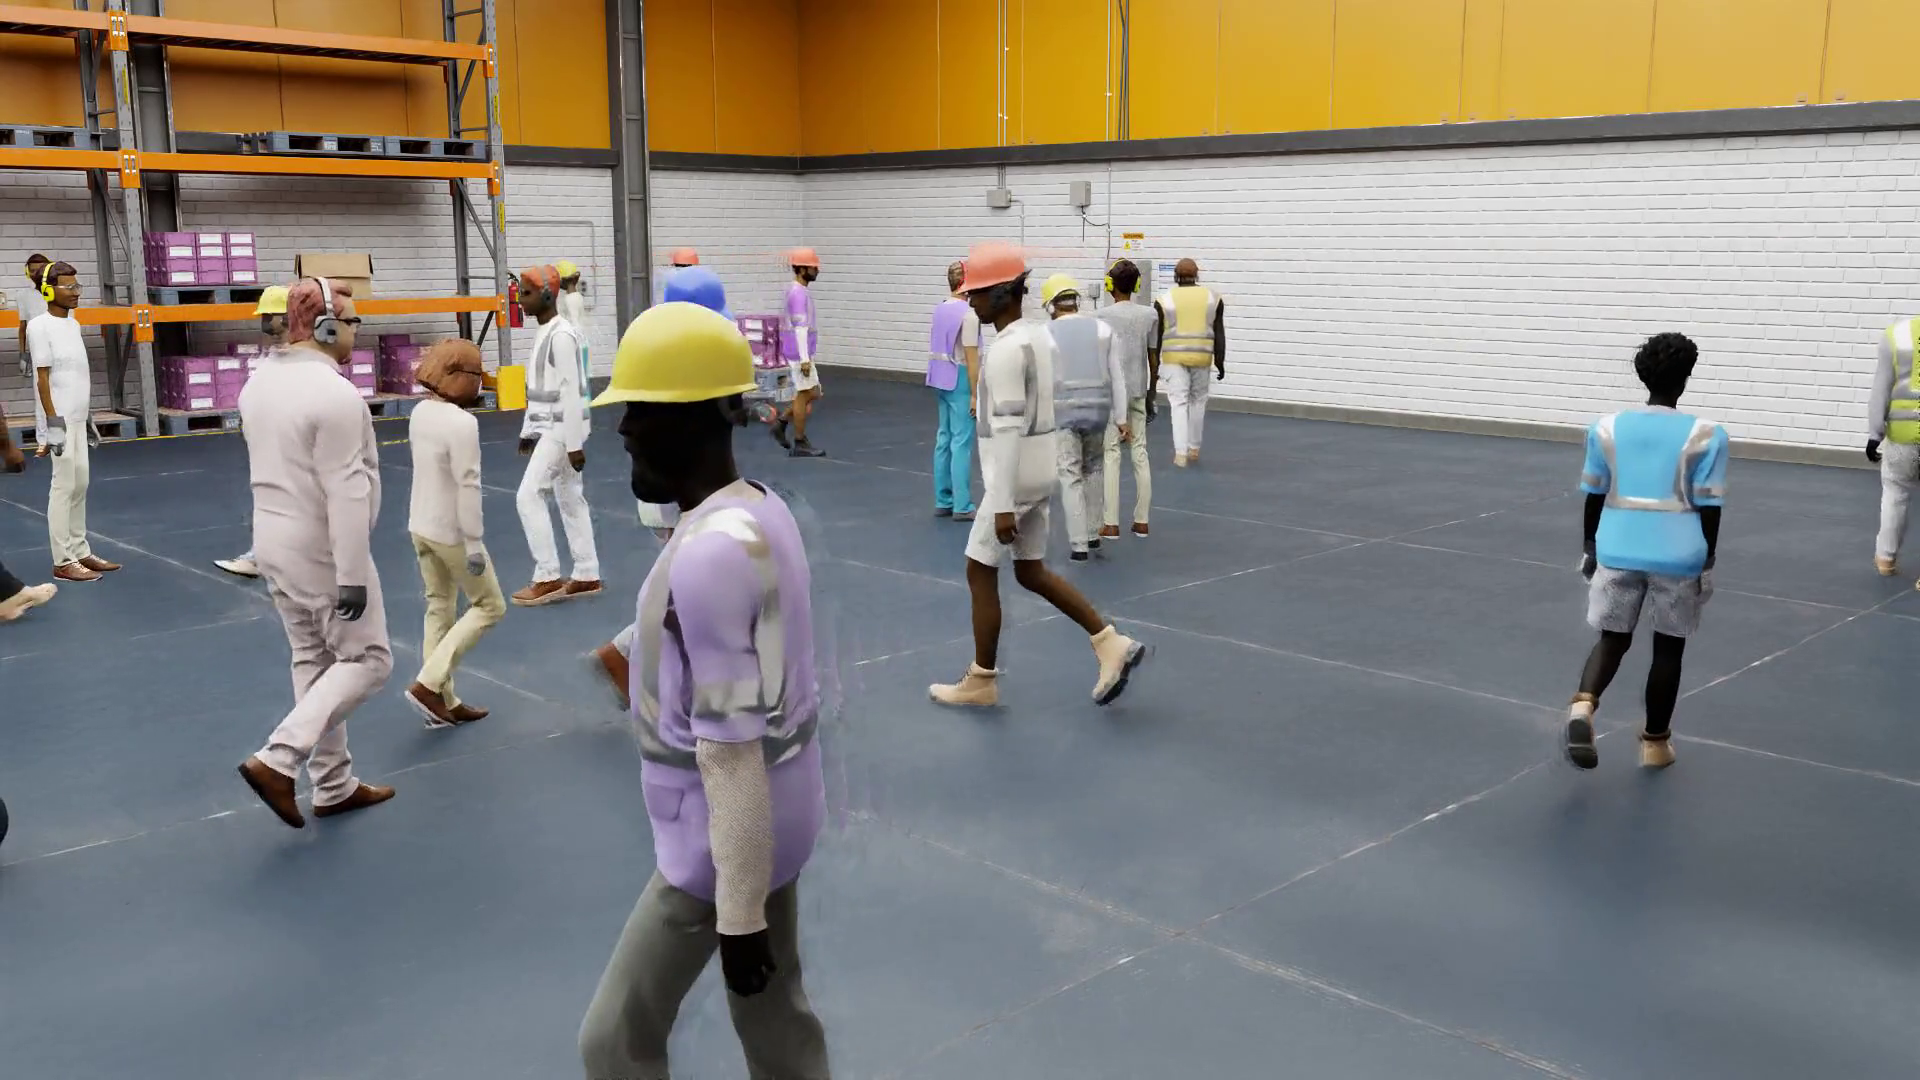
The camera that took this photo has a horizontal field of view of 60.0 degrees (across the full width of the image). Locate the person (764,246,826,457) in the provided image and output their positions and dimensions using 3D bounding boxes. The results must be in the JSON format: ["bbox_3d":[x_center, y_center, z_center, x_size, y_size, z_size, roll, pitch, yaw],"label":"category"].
[{"bbox_3d":[-1.472,-1.706,15.162,0.503,1.925,0.548,0,10,-2],"label":"person"}]

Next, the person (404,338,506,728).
[{"bbox_3d":[-2.066,-0.010,6.734,0.534,1.616,0.369,10,14,43],"label":"person"}]

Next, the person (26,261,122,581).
[{"bbox_3d":[-5.244,-0.697,9.811,0.328,1.872,0.513,-1,10,-6],"label":"person"}]

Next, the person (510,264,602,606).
[{"bbox_3d":[-2.303,-0.571,9.163,0.662,1.862,0.580,-3,11,-17],"label":"person"}]

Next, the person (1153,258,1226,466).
[{"bbox_3d":[2.009,-1.596,14.874,0.663,1.806,0.867,0,10,-3],"label":"person"}]

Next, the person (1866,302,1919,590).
[{"bbox_3d":[5.595,-0.622,9.605,0.658,1.797,0.919,5,11,25],"label":"person"}]

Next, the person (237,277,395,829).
[{"bbox_3d":[-2.219,0.064,5.634,0.647,1.886,0.552,9,13,39],"label":"person"}]

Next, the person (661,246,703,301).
[{"bbox_3d":[-2.770,-1.909,16.282,0.678,1.919,0.550,-10,14,-44],"label":"person"}]

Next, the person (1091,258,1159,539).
[{"bbox_3d":[1.083,-0.940,11.130,0.518,1.874,0.326,-3,11,-17],"label":"person"}]

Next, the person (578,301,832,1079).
[{"bbox_3d":[-0.526,0.528,3.029,0.732,1.897,0.604,1,10,4],"label":"person"}]

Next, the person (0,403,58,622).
[{"bbox_3d":[-4.975,-0.502,8.283,0.698,2.000,1.006,8,13,37],"label":"person"}]

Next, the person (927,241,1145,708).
[{"bbox_3d":[0.328,-0.245,7.019,0.853,2.008,0.649,3,11,16],"label":"person"}]

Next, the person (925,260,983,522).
[{"bbox_3d":[-0.031,-1.054,11.818,0.393,1.846,0.564,-5,12,-27],"label":"person"}]

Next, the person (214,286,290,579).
[{"bbox_3d":[-4.020,-0.634,9.872,0.926,1.713,0.542,-8,13,-39],"label":"person"}]

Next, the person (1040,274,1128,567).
[{"bbox_3d":[0.693,-0.744,10.323,0.638,1.780,0.670,-3,11,-16],"label":"person"}]

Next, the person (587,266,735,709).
[{"bbox_3d":[-1.173,-0.133,6.644,0.627,1.913,0.617,1,10,3],"label":"person"}]

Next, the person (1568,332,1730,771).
[{"bbox_3d":[2.524,0.074,6.144,0.533,1.681,0.603,9,14,40],"label":"person"}]

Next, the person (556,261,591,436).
[{"bbox_3d":[-3.907,-1.921,16.777,0.329,1.765,0.526,-1,10,-7],"label":"person"}]

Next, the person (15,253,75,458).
[{"bbox_3d":[-8.320,-1.677,15.197,0.512,1.860,0.318,-2,11,-12],"label":"person"}]
